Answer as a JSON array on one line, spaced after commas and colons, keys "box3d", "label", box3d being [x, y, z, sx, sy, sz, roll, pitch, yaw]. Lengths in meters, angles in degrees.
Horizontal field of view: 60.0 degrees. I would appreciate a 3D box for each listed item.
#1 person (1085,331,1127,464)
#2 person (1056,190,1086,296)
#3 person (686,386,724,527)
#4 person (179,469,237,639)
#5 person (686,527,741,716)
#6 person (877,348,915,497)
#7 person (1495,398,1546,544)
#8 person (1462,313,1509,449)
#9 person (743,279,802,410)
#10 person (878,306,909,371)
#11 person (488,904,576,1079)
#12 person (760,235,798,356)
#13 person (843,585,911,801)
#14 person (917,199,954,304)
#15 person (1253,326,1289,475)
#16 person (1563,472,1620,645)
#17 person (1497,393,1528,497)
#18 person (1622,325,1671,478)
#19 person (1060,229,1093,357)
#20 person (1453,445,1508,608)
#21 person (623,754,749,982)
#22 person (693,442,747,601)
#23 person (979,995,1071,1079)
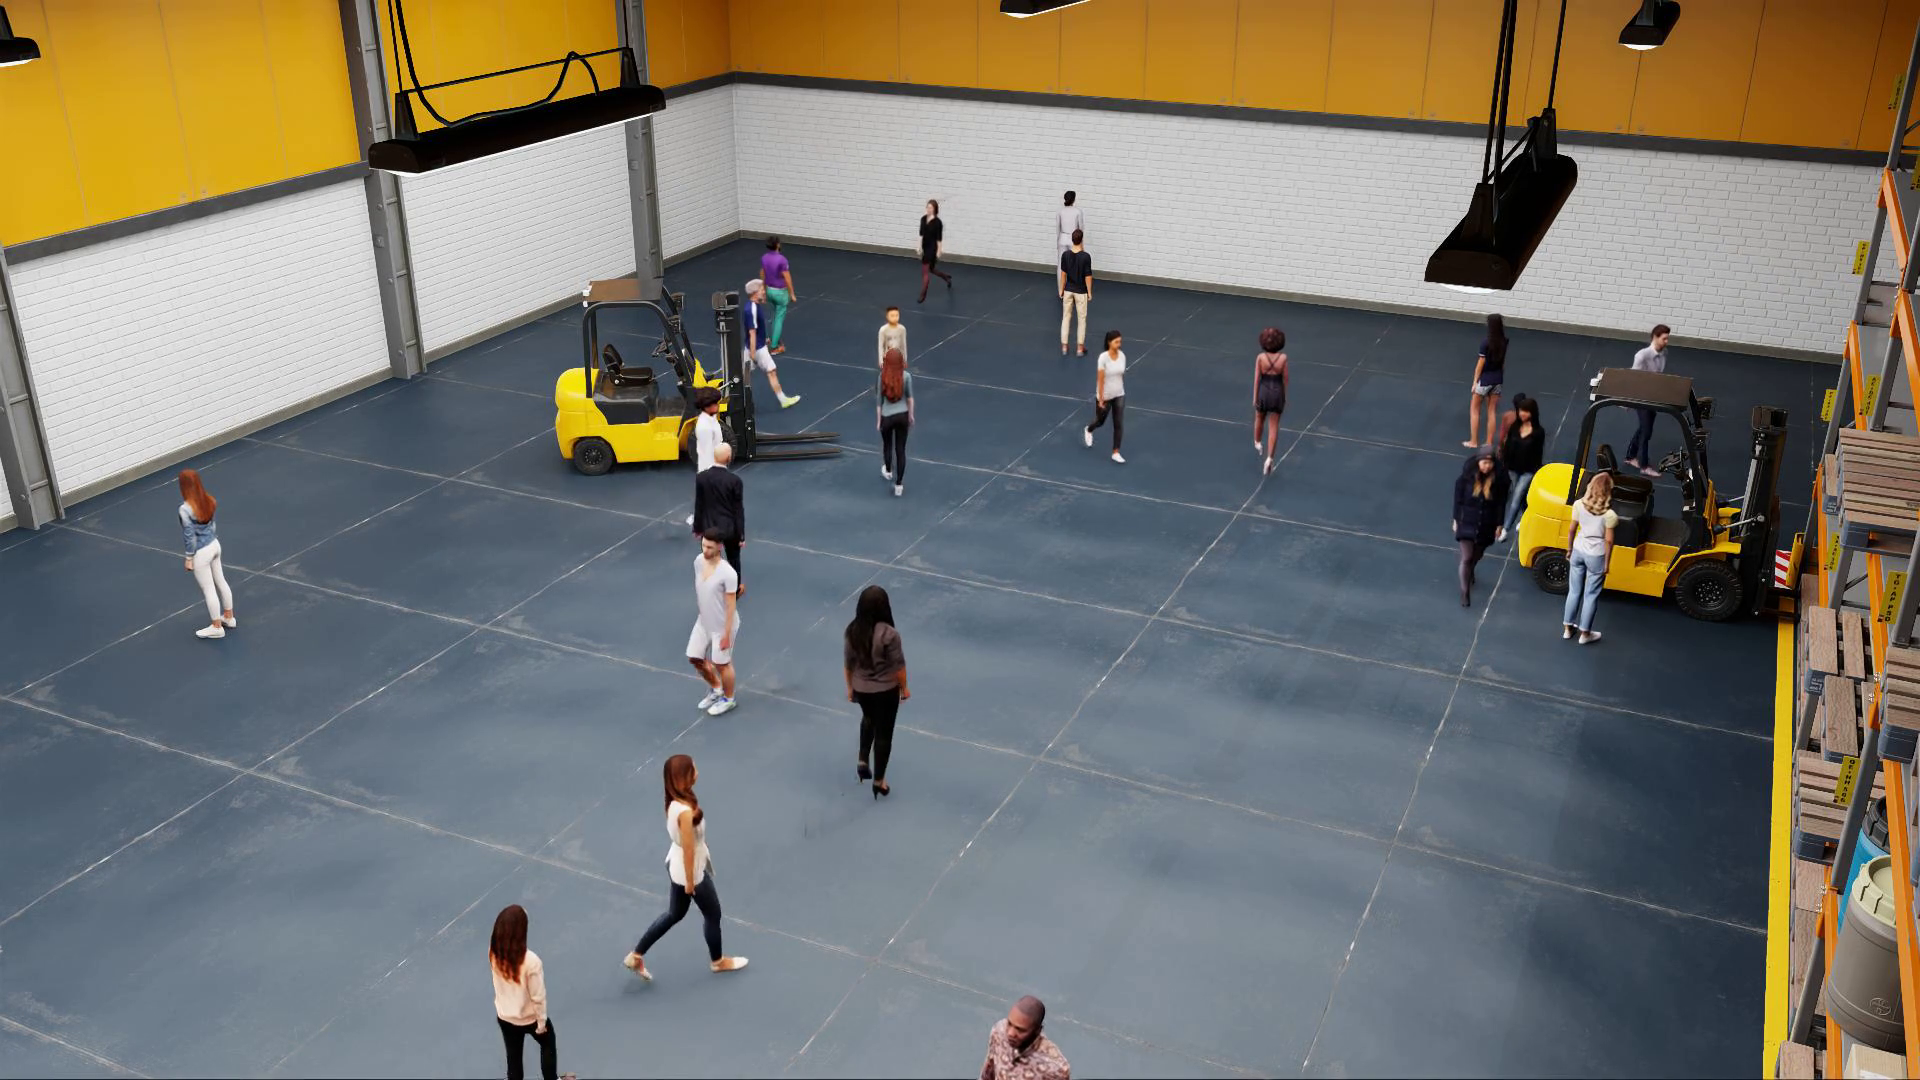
[{"box3d": [1.801, -1.791, 20.505, 0.996, 1.622, 1.008, -11, 26, -24], "label": "person"}, {"box3d": [1.812, -4.913, 27.504, 0.652, 1.736, 0.561, 8, 25, 18], "label": "person"}, {"box3d": [-2.759, -0.808, 18.036, 0.890, 1.798, 0.866, -1, 24, -2], "label": "person"}, {"box3d": [-7.273, 0.118, 16.037, 0.724, 1.703, 0.551, 4, 24, 9], "label": "person"}, {"box3d": [-2.042, 0.696, 14.562, 0.766, 1.826, 0.801, -21, 31, -39], "label": "person"}, {"box3d": [-0.750, -1.351, 19.384, 0.926, 1.713, 1.055, -4, 24, -9], "label": "person"}, {"box3d": [6.195, -0.789, 18.239, 1.184, 1.600, 0.846, -21, 31, -39], "label": "person"}, {"box3d": [6.596, -1.941, 20.677, 0.754, 1.758, 0.807, -6, 24, -13], "label": "person"}, {"box3d": [-2.782, -2.556, 22.044, 1.153, 1.789, 1.126, -7, 24, -15], "label": "person"}, {"box3d": [-0.912, -2.410, 22.139, 0.885, 1.447, 0.939, -9, 25, -20], "label": "person"}, {"box3d": [-2.685, 2.880, 10.013, 0.569, 1.466, 0.655, 10, 25, 21], "label": "person"}, {"box3d": [-2.742, -3.575, 24.422, 0.697, 1.752, 0.734, 17, 29, 34], "label": "person"}, {"box3d": [-0.718, 1.264, 13.263, 0.663, 1.825, 0.662, 13, 27, 27], "label": "person"}, {"box3d": [-0.425, -4.723, 27.153, 1.118, 1.670, 0.851, -20, 31, -39], "label": "person"}, {"box3d": [3.730, -1.645, 20.016, 0.740, 1.747, 1.127, 4, 24, 10], "label": "person"}, {"box3d": [6.014, 0.167, 15.901, 0.679, 1.722, 0.698, -20, 30, -37], "label": "person"}, {"box3d": [6.428, -1.087, 19.377, 0.658, 1.234, 0.819, 21, 31, 39], "label": "person"}, {"box3d": [8.241, -1.730, 20.115, 0.979, 1.823, 1.024, -13, 27, -27], "label": "person"}, {"box3d": [1.701, -3.638, 24.443, 0.644, 1.851, 0.564, 9, 25, 19], "label": "person"}, {"box3d": [5.225, -0.194, 16.823, 0.838, 1.645, 1.143, 4, 24, 8], "label": "person"}, {"box3d": [-1.921, 2.224, 11.150, 1.119, 1.759, 1.030, -10, 26, -22], "label": "person"}, {"box3d": [-2.369, -0.048, 16.344, 0.948, 1.762, 1.292, 4, 24, 9], "label": "person"}, {"box3d": [0.401, 3.159, 9.006, 1.274, 1.763, 1.008, -19, 30, -37], "label": "person"}]
